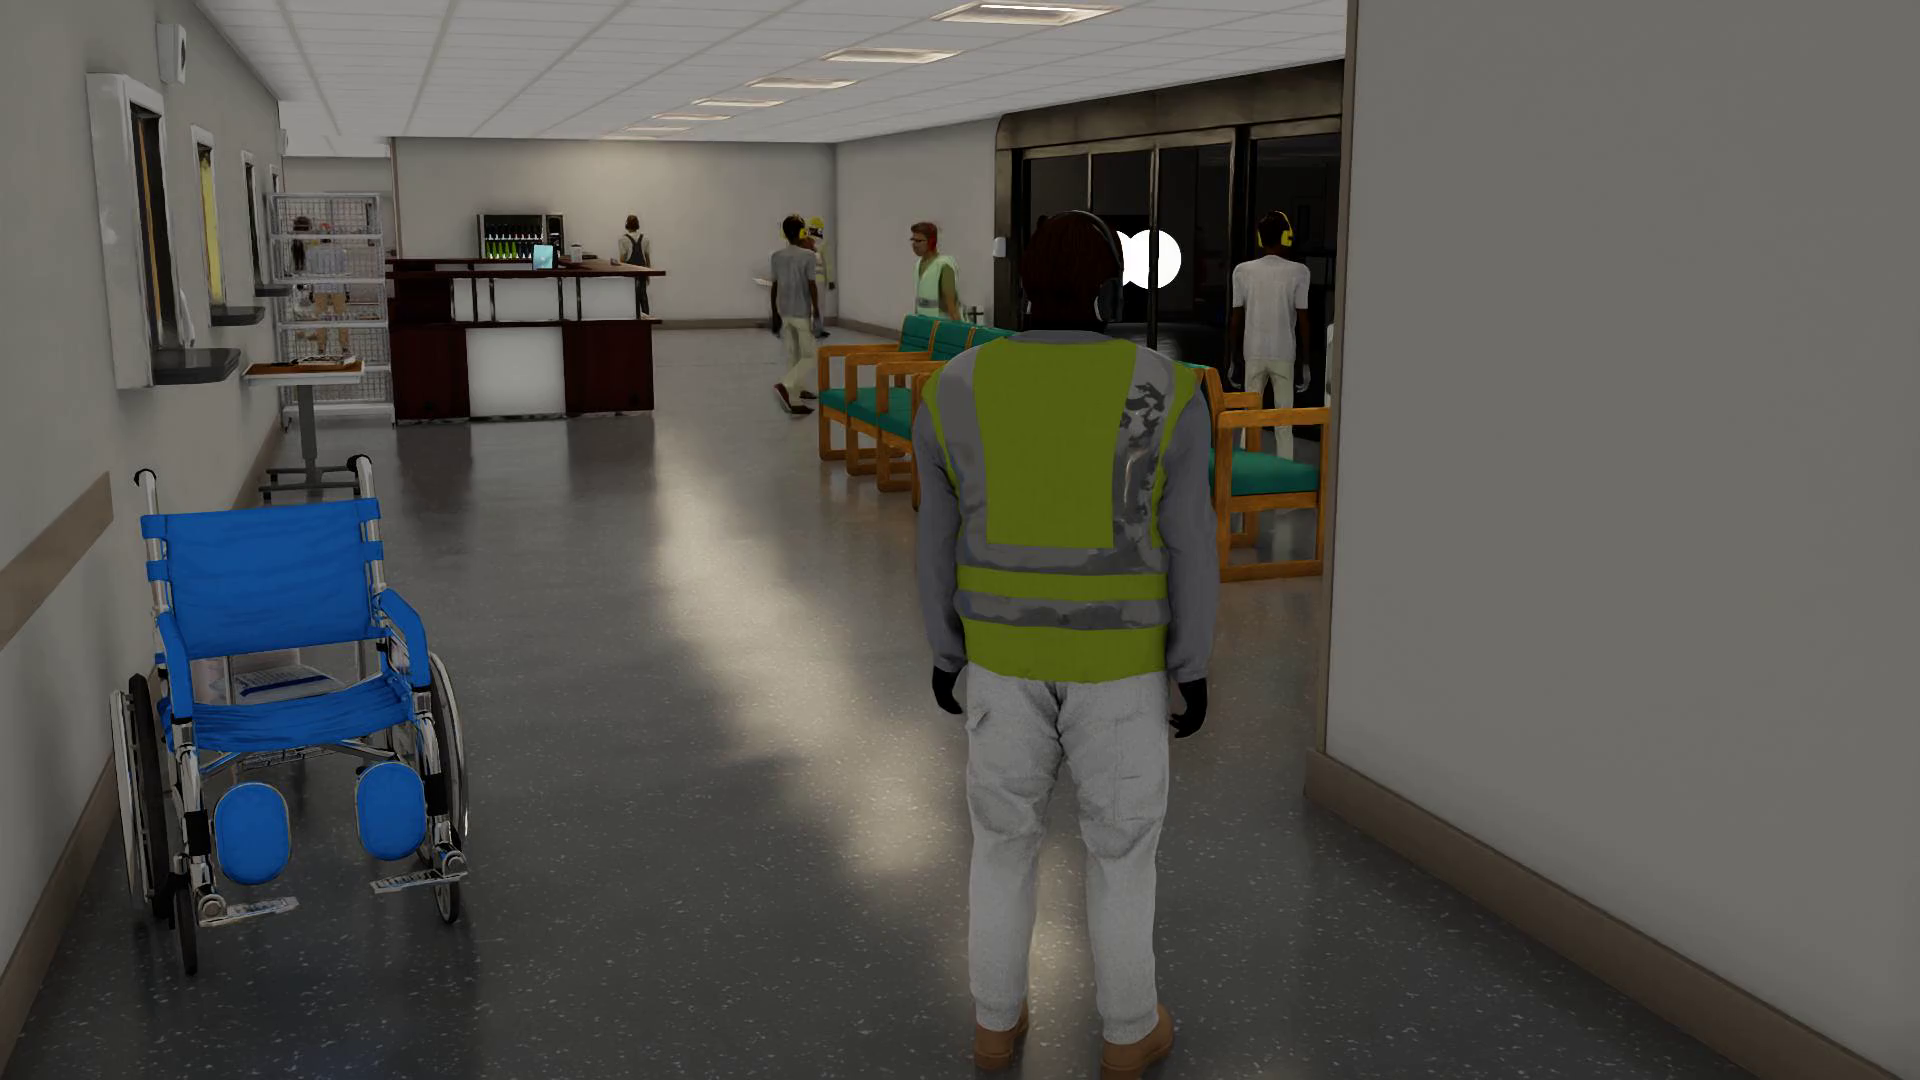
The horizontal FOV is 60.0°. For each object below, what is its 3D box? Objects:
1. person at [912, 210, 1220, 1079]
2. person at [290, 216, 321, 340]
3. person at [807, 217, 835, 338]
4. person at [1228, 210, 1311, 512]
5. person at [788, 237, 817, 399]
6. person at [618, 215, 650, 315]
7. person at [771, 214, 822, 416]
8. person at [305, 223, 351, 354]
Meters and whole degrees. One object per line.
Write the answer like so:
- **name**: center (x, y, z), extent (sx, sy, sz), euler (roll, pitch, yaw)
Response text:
- **person**: center (0.229, 0.242, 3.518), extent (0.633, 1.843, 0.429), euler (3, 11, 15)
- **person**: center (-9.751, -3.856, 24.590), extent (0.680, 1.821, 0.651), euler (3, 11, 13)
- **person**: center (-2.175, -3.962, 25.145), extent (0.607, 1.816, 0.406), euler (10, 15, 42)
- **person**: center (1.934, -1.110, 10.389), extent (0.526, 1.865, 0.315), euler (5, 12, 24)
- **person**: center (-1.588, -2.235, 16.789), extent (0.299, 1.627, 0.551), euler (-3, 12, -17)
- **person**: center (-5.069, -4.124, 25.904), extent (0.508, 1.846, 0.345), euler (-7, 13, -32)
- **person**: center (-1.530, -2.035, 15.171), extent (0.540, 1.854, 0.582), euler (7, 13, 33)
- **person**: center (-8.459, -3.367, 22.294), extent (0.563, 1.742, 0.361), euler (-4, 12, -19)
